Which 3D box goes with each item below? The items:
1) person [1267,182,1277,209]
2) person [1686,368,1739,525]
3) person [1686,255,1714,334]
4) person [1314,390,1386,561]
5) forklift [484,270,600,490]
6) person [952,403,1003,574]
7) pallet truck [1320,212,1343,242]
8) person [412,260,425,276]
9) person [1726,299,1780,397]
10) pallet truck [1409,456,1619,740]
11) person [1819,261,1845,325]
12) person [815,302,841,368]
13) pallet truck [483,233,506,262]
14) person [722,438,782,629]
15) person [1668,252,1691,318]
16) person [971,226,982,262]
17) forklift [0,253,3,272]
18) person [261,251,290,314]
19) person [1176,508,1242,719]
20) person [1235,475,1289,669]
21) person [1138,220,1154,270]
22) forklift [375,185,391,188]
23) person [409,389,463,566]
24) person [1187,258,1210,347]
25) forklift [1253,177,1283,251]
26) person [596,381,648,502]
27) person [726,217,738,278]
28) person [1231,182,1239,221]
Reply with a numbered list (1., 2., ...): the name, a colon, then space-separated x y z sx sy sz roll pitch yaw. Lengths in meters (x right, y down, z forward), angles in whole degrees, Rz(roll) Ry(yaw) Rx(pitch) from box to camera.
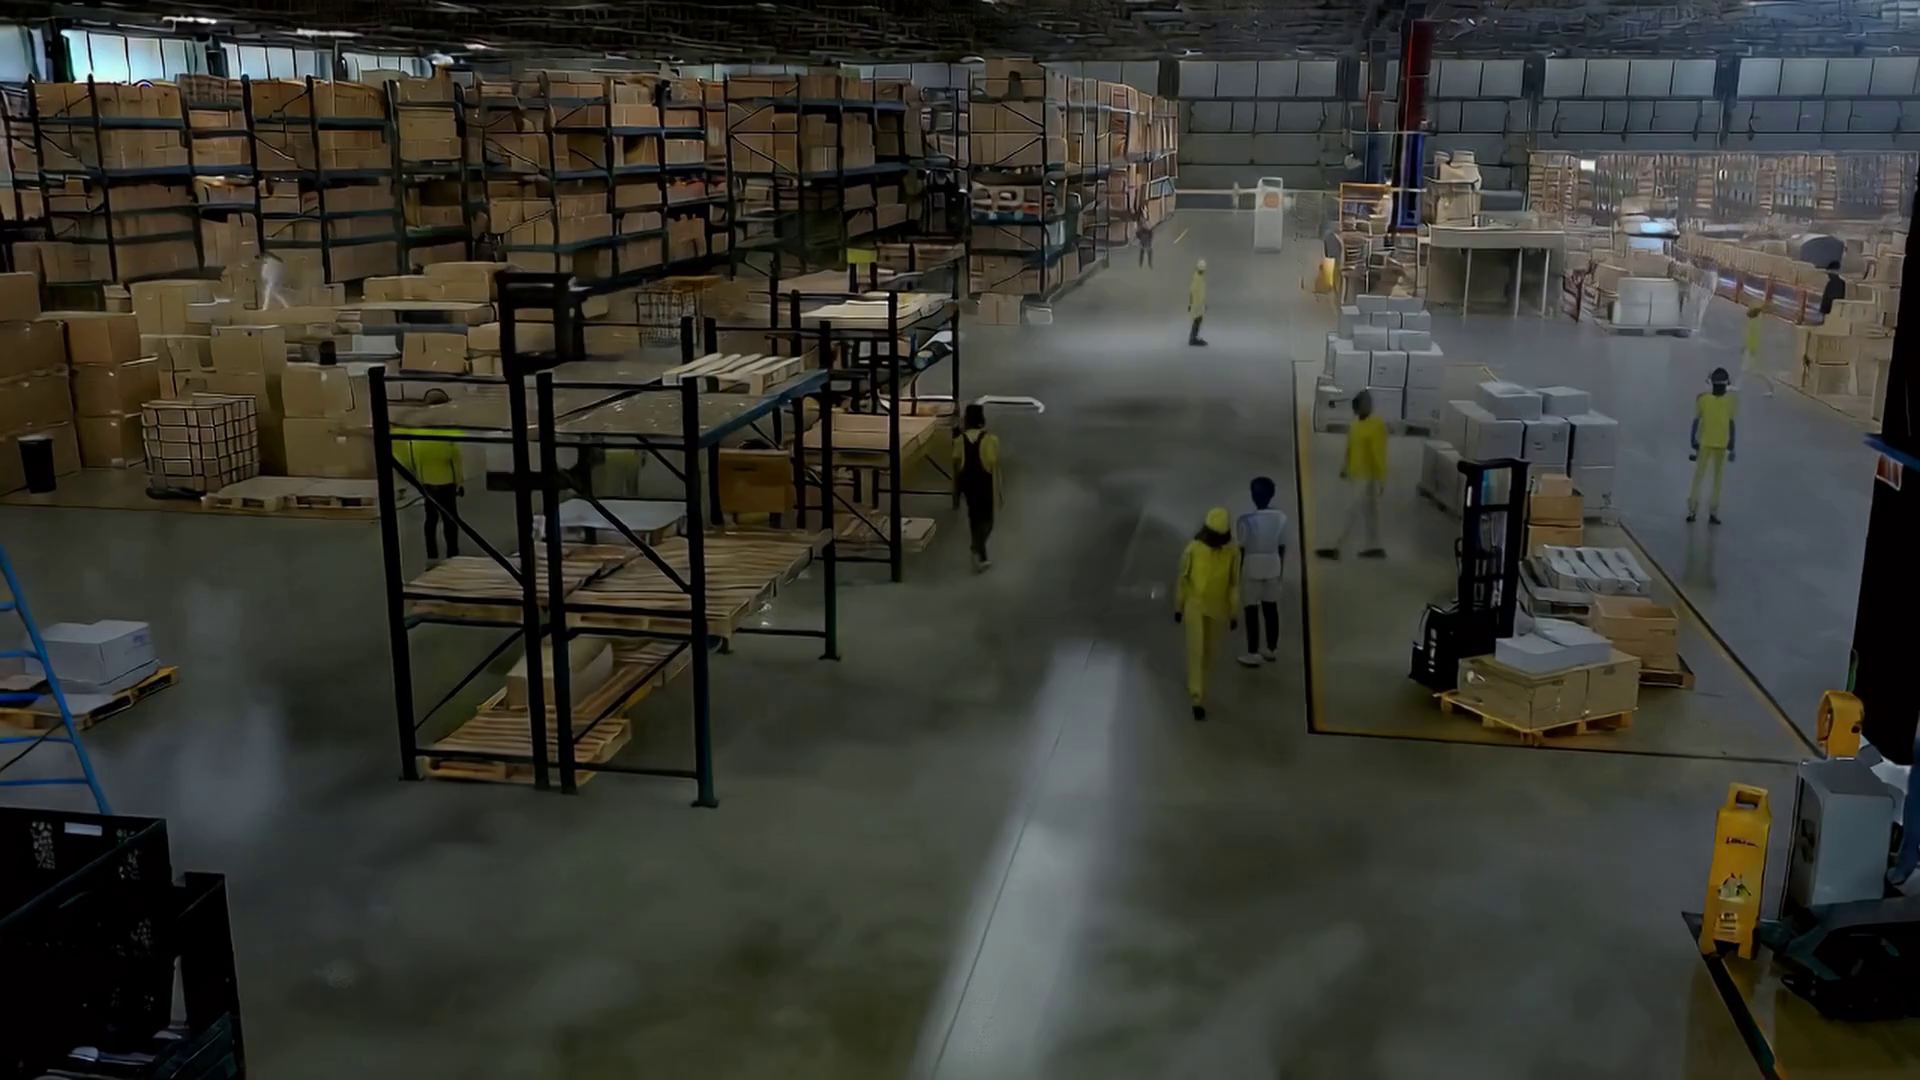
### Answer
1. person: 17.691 -19.231 93.509 0.929 1.788 0.633 -4 14 -14
2. person: 8.959 -1.115 19.799 0.521 1.876 0.325 4 14 14
3. person: 17.060 -5.660 38.374 0.616 1.812 0.495 2 14 8
4. person: 4.273 -0.688 18.036 0.951 1.885 0.676 -1 14 -4
5. forklift: -5.590 -2.164 21.991 1.129 2.768 1.873 0 14 0
6. person: 0.160 -0.513 17.468 0.555 1.817 0.592 4 14 16
7. pallet truck: 15.874 -13.227 70.310 0.680 1.201 1.601 10 17 35
8. person: -11.826 -5.220 36.523 0.545 1.852 0.727 -4 14 -14
9. person: 14.024 -3.372 29.272 0.872 1.733 0.529 6 15 22
10. pallet truck: 4.504 0.400 13.395 0.823 1.965 1.885 -6 15 -23
11. person: 17.877 -4.719 34.185 0.396 1.992 0.623 -1 14 -4
12. person: -2.424 -3.924 31.062 0.624 1.946 0.731 5 15 20
13. pallet truck: -11.832 -7.026 43.548 1.885 1.965 0.823 8 16 28
14. person: -1.971 -0.048 15.552 0.619 1.838 0.430 3 14 12
15. person: 18.019 -6.405 41.728 0.536 1.648 0.887 4 14 14
16. person: 0.625 -10.238 56.959 0.485 1.834 0.795 -11 18 -39
17. forklift: -21.270 -5.662 36.193 1.873 2.768 1.129 2 14 10
18. person: -17.667 -6.629 42.735 0.672 1.611 0.533 -7 15 -26
19. person: 2.002 0.586 13.240 0.497 1.691 0.882 -1 14 -5
20. person: 2.615 0.275 14.528 0.540 1.695 0.317 -7 16 -28
21. person: 6.303 -10.006 56.354 0.531 1.654 0.885 -4 14 -16
22. forklift: -19.363 -10.460 55.670 1.129 2.768 1.873 3 14 10
23. person: -5.600 -0.664 17.868 0.589 1.924 0.383 4 14 16
24. person: 5.256 -5.118 35.962 0.780 1.913 0.571 12 18 41
25. forklift: 12.083 -12.747 64.956 1.129 2.768 1.873 3 14 10
26. person: -3.958 -1.045 19.538 0.602 1.860 1.042 -2 14 -9
27. person: -7.288 -9.347 53.135 0.387 1.919 0.594 -5 15 -20
28. person: 14.286 -17.581 86.439 0.414 1.985 0.611 1 14 3
